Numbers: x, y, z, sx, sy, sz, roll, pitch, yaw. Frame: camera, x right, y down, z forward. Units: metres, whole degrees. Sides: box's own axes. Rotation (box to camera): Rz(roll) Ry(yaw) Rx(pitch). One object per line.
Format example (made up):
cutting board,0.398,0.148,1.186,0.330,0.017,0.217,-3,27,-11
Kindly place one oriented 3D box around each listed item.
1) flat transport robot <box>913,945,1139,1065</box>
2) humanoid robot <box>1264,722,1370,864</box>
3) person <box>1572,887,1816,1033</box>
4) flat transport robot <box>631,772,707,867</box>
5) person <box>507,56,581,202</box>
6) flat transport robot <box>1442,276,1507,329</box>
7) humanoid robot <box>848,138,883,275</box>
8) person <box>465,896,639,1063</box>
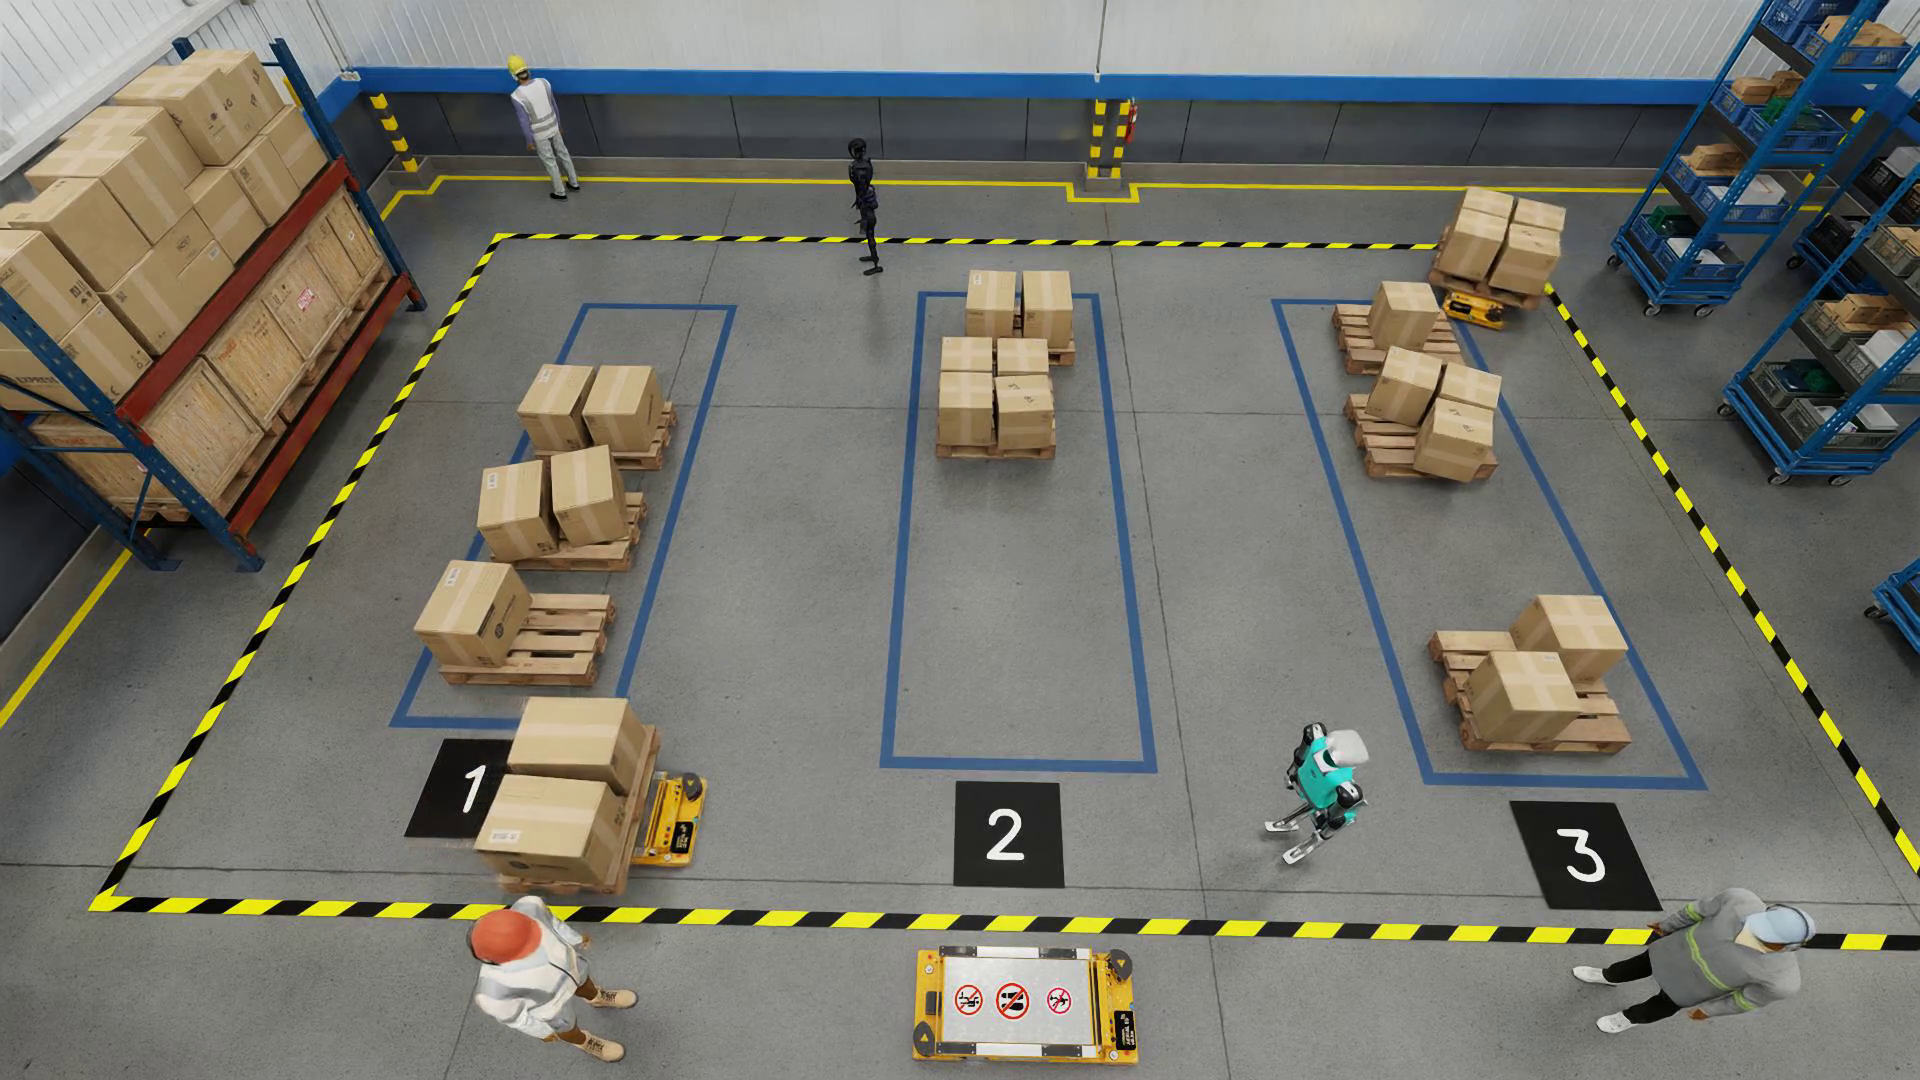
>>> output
flat transport robot,0.422,3.041,6.007,1.431,0.231,0.659,1,51,1
humanoid robot,2.504,1.675,6.086,0.735,1.677,0.533,-12,52,-10
person,4.324,2.513,5.416,0.378,1.853,0.586,-2,51,-1
flat transport robot,-2.666,2.052,6.795,1.431,0.197,0.652,1,51,1
person,-5.362,-5.260,11.771,0.404,1.821,0.587,25,55,19
flat transport robot,6.253,-3.088,10.985,0.652,0.197,1.431,22,54,17
humanoid robot,-1.121,-3.908,10.755,0.315,1.655,0.599,-8,51,-7
person,-2.319,2.539,5.274,0.378,2.041,0.603,3,51,3
